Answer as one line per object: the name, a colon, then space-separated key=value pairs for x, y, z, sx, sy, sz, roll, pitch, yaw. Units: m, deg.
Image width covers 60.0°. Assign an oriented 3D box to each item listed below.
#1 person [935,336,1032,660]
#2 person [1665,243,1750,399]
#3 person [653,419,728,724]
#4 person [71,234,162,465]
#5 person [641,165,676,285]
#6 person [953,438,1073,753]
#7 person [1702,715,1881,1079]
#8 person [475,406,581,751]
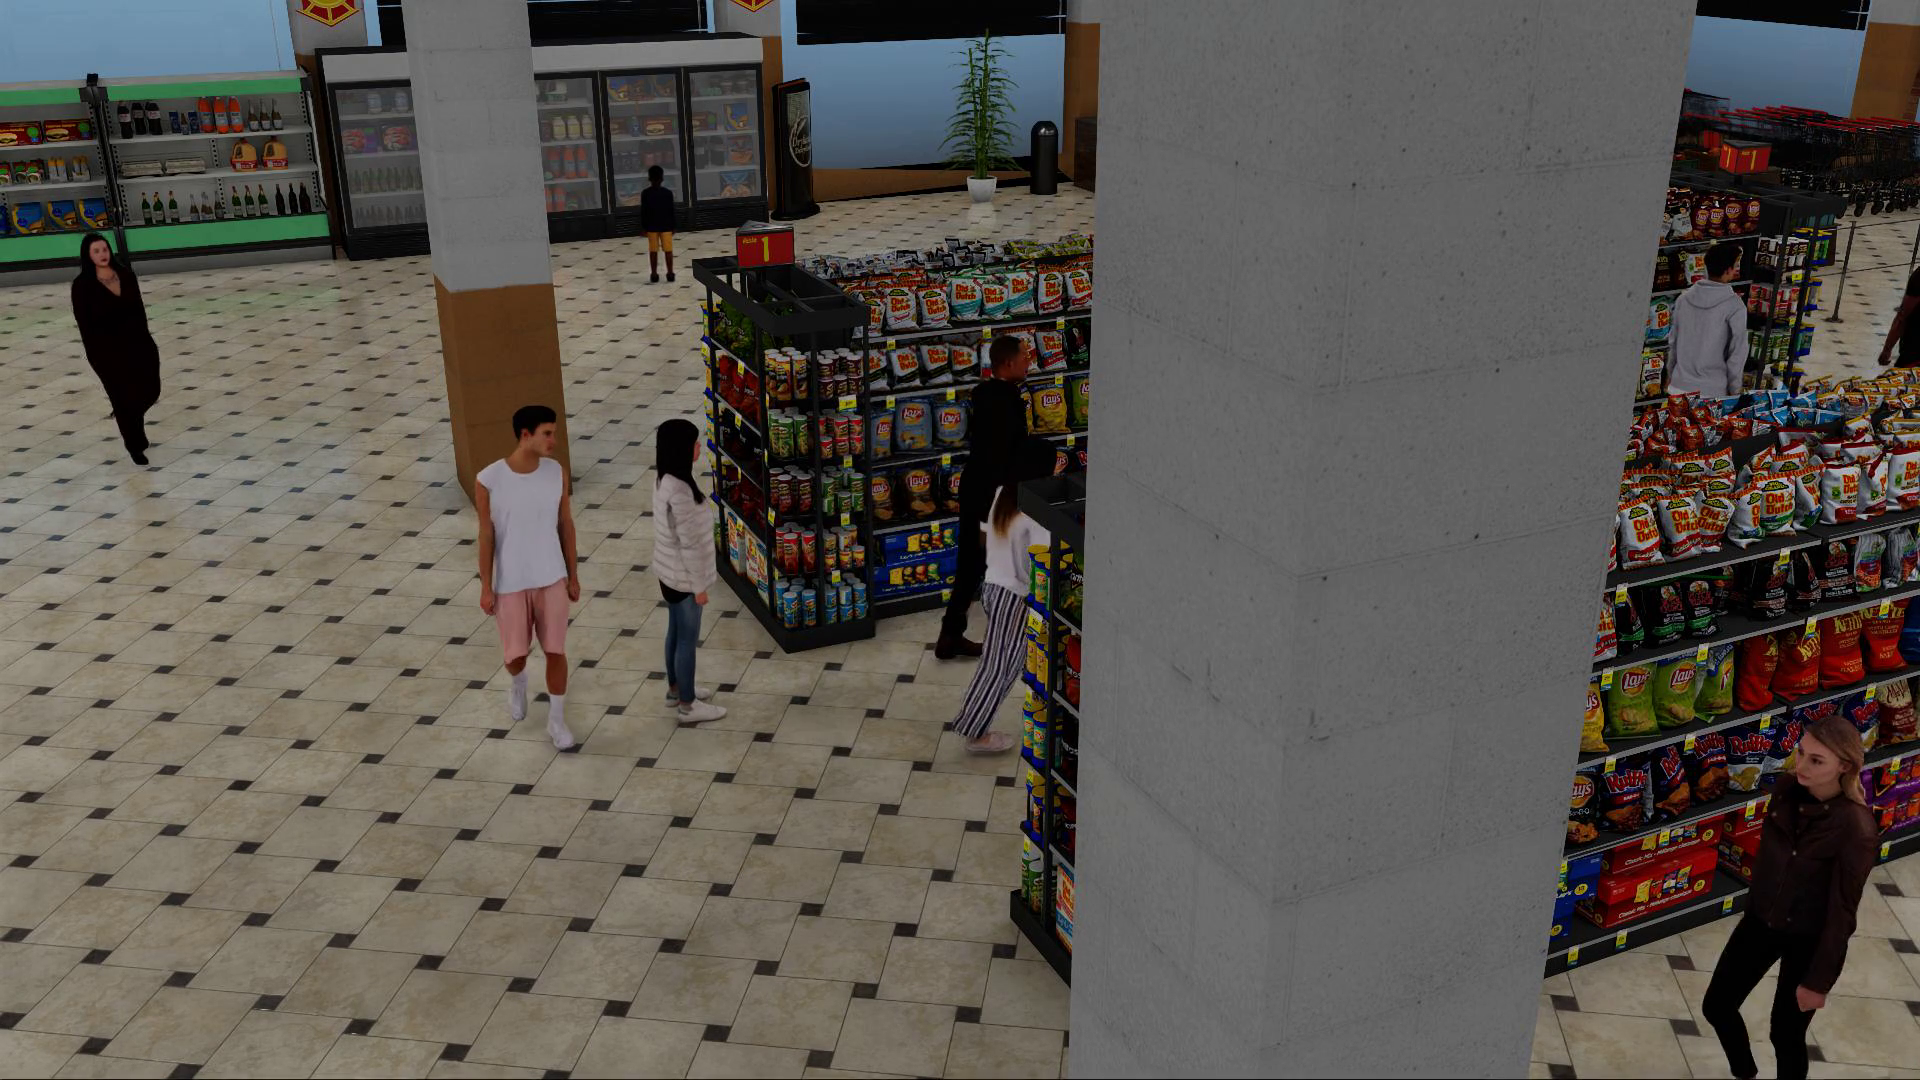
person: x=0.088 y=-0.182 z=9.165 sx=1.108 sy=1.872 sz=0.786 roll=-7 pitch=23 yaw=-16
person: x=5.002 y=-1.055 z=11.261 sx=0.663 sy=1.929 sz=0.737 roll=-17 pitch=27 yaw=-36
person: x=-1.445 y=0.153 z=8.649 sx=0.531 sy=1.636 sz=0.615 roll=-10 pitch=24 yaw=-24
person: x=-6.330 y=-1.428 z=12.441 sx=0.916 sy=1.743 sz=0.865 roll=15 pitch=26 yaw=32
person: x=-3.269 y=-3.423 z=18.040 sx=0.520 sy=1.269 sz=0.621 roll=-5 pitch=22 yaw=-12
person: x=0.209 y=0.317 z=8.235 sx=1.034 sy=1.641 sz=0.773 roll=-7 pitch=23 yaw=-16
person: x=2.880 y=1.339 z=5.624 sx=0.622 sy=1.690 sz=0.662 roll=-6 pitch=23 yaw=-15
person: x=-2.169 y=0.179 z=8.424 sx=0.759 sy=1.755 sz=0.737 roll=-7 pitch=23 yaw=-18
